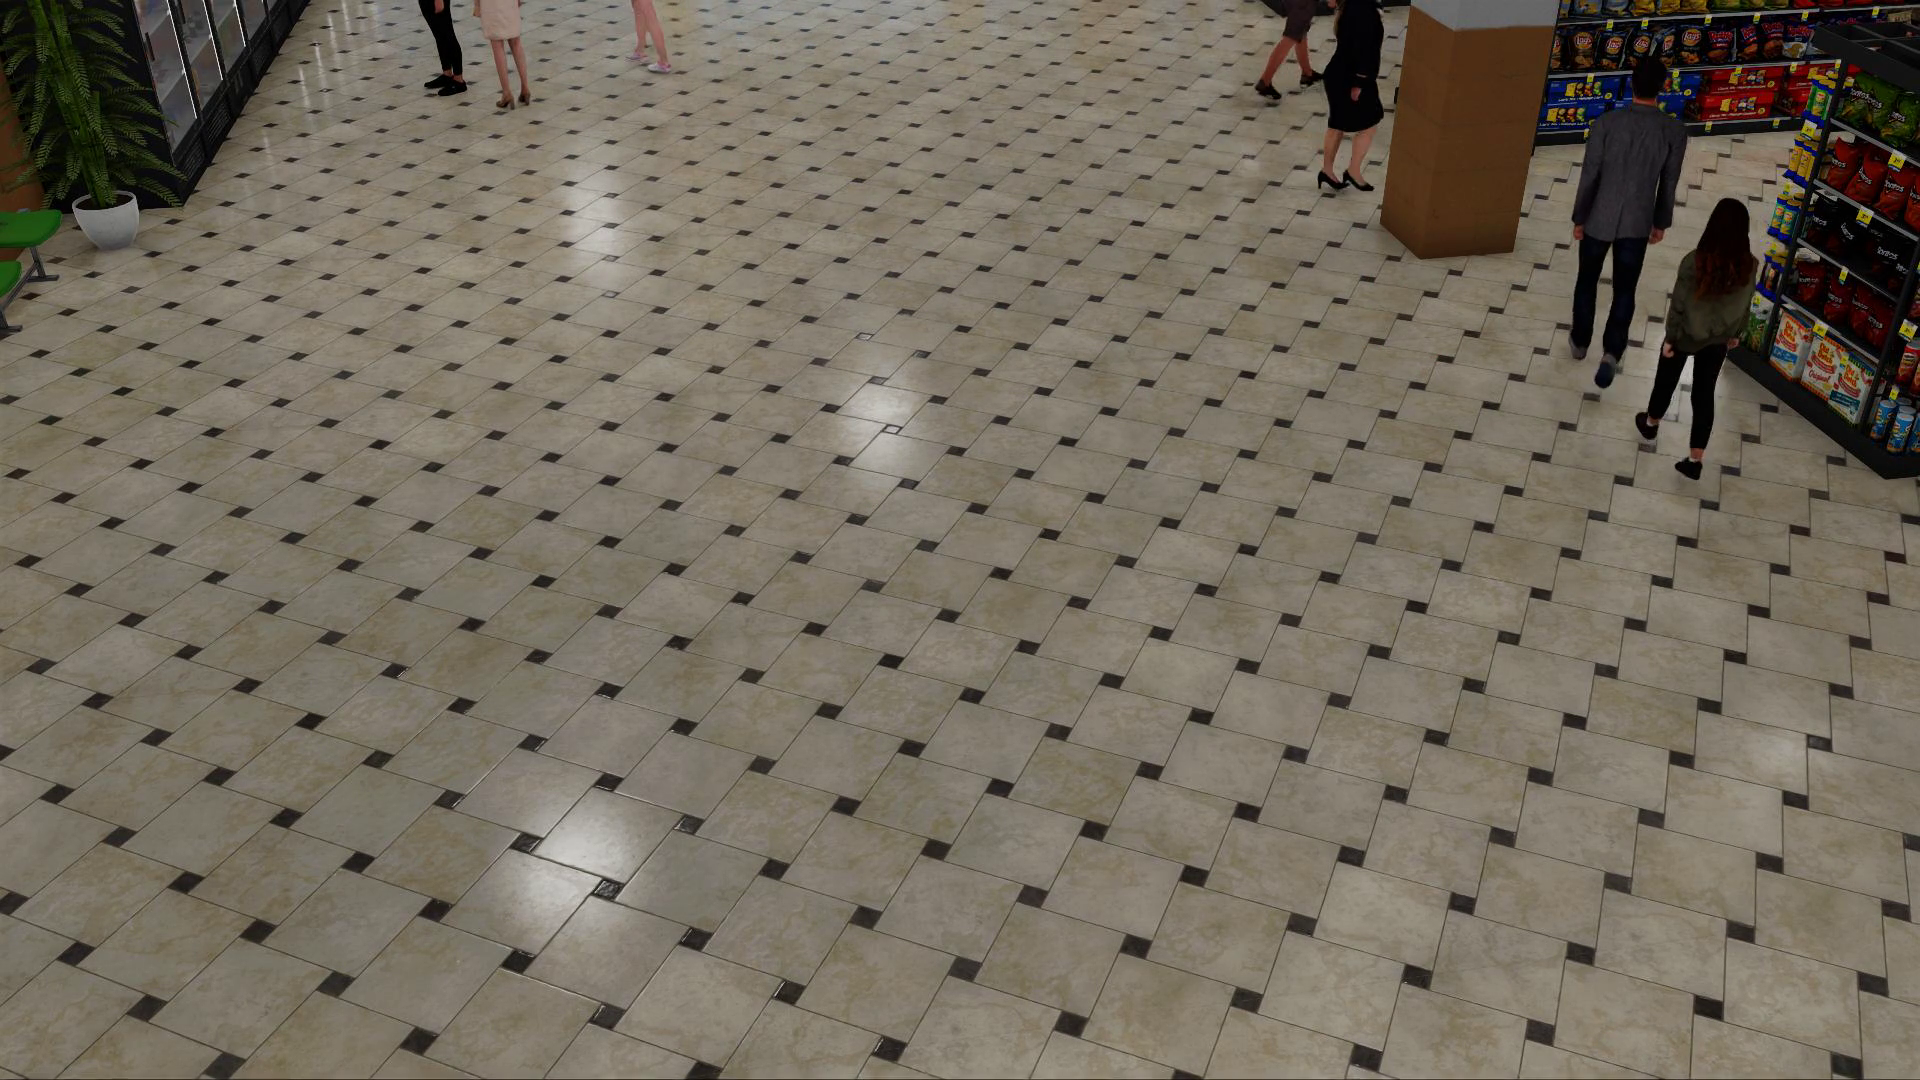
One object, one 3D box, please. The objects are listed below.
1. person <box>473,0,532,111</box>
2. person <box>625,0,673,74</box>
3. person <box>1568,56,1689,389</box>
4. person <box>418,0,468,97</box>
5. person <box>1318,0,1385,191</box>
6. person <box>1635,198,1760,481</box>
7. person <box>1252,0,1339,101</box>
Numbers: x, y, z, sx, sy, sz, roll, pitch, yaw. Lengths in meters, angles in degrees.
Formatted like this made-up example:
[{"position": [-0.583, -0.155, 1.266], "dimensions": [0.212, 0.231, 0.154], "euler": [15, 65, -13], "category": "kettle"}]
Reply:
[{"position": [-3.870, -4.503, 13.937], "dimensions": [0.657, 1.735, 0.753], "euler": [-26, 40, -35], "category": "person"}, {"position": [-2.759, -5.034, 14.794], "dimensions": [0.941, 1.731, 0.857], "euler": [16, 35, 24], "category": "person"}, {"position": [3.734, -1.766, 9.432], "dimensions": [1.176, 1.847, 1.092], "euler": [9, 33, 15], "category": "person"}, {"position": [-4.522, -4.733, 14.326], "dimensions": [0.675, 1.713, 0.675], "euler": [-23, 38, -32], "category": "person"}, {"position": [2.789, -3.360, 12.170], "dimensions": [0.699, 1.659, 0.727], "euler": [-2, 32, -3], "category": "person"}, {"position": [3.846, -0.999, 8.585], "dimensions": [1.009, 1.439, 0.818], "euler": [1, 32, 2], "category": "person"}, {"position": [2.821, -4.634, 14.065], "dimensions": [1.305, 1.821, 1.033], "euler": [-20, 37, -29], "category": "person"}]
